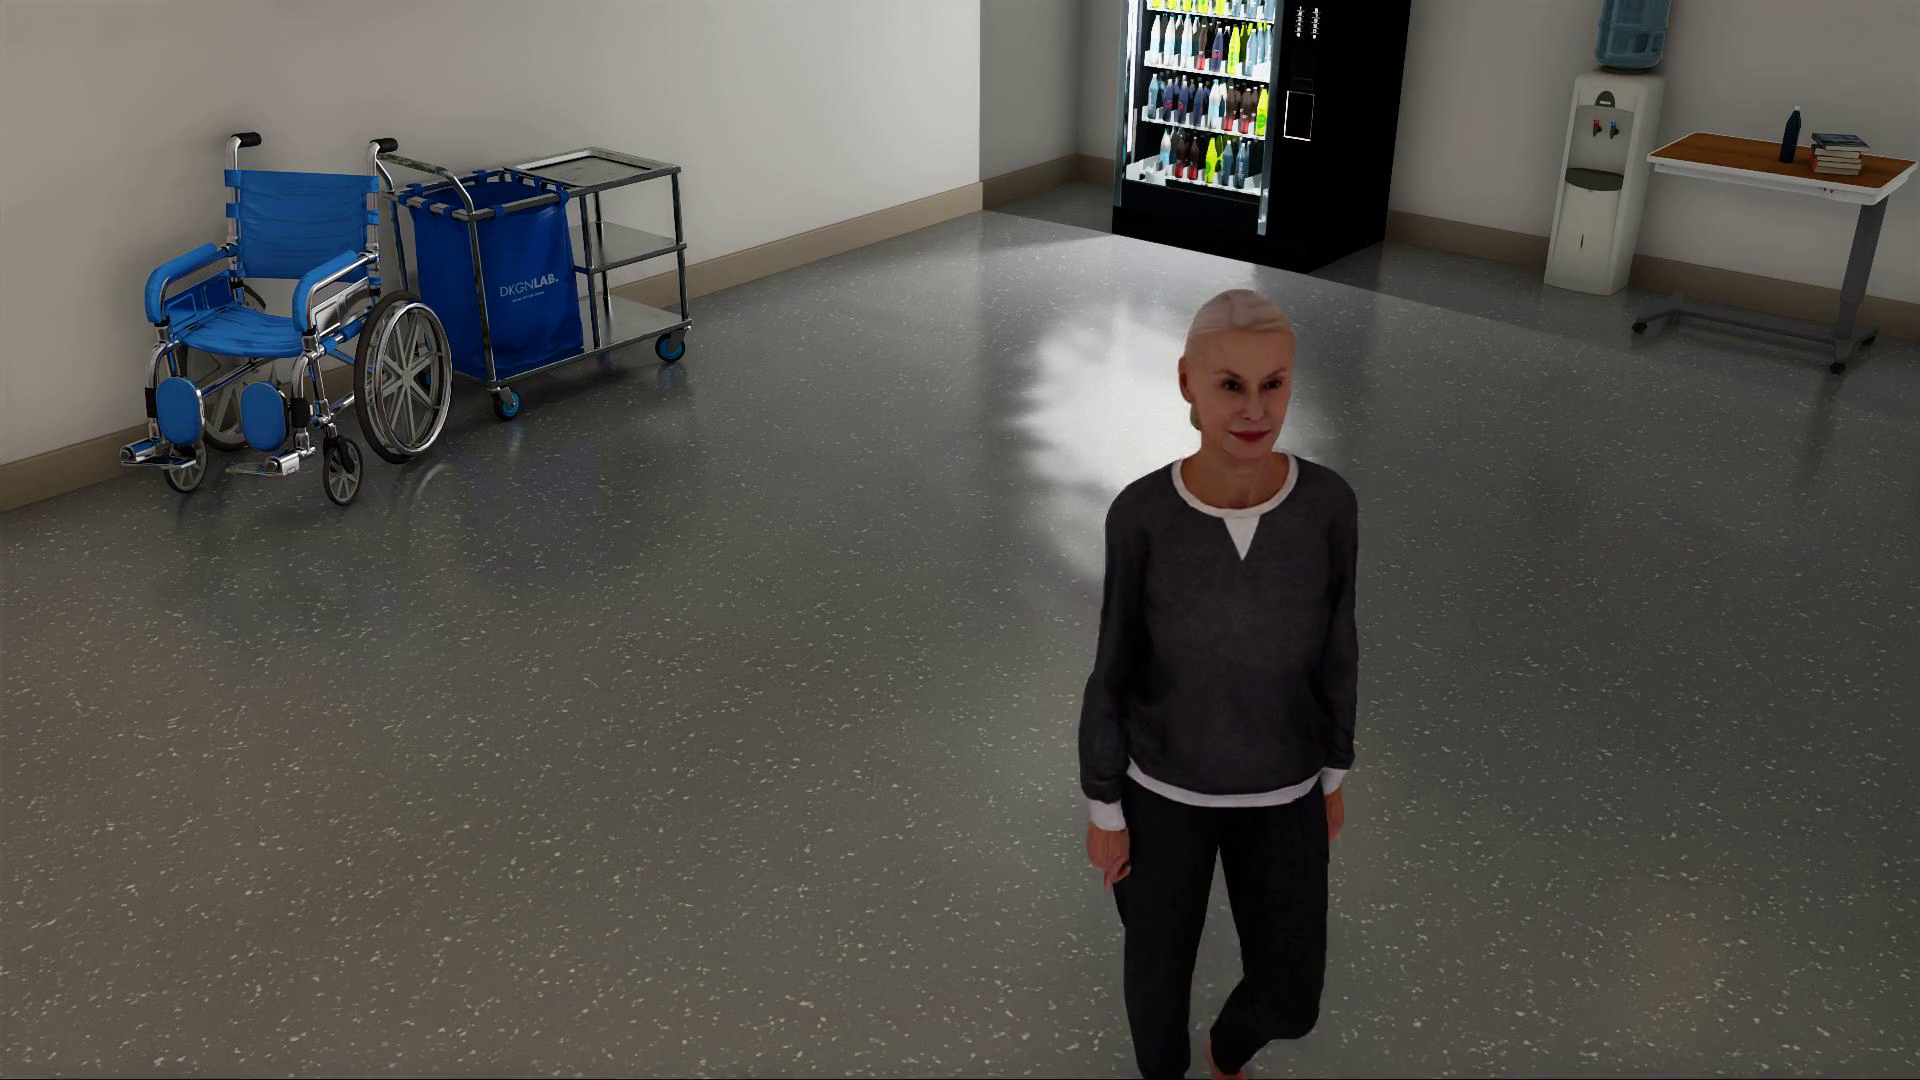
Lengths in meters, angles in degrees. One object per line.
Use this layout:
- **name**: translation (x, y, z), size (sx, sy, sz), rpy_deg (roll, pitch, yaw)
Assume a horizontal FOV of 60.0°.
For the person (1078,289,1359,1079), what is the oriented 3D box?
- **person**: translation (0.440, 0.367, 2.917), size (0.728, 1.719, 0.802), rpy_deg (-1, 26, -1)
